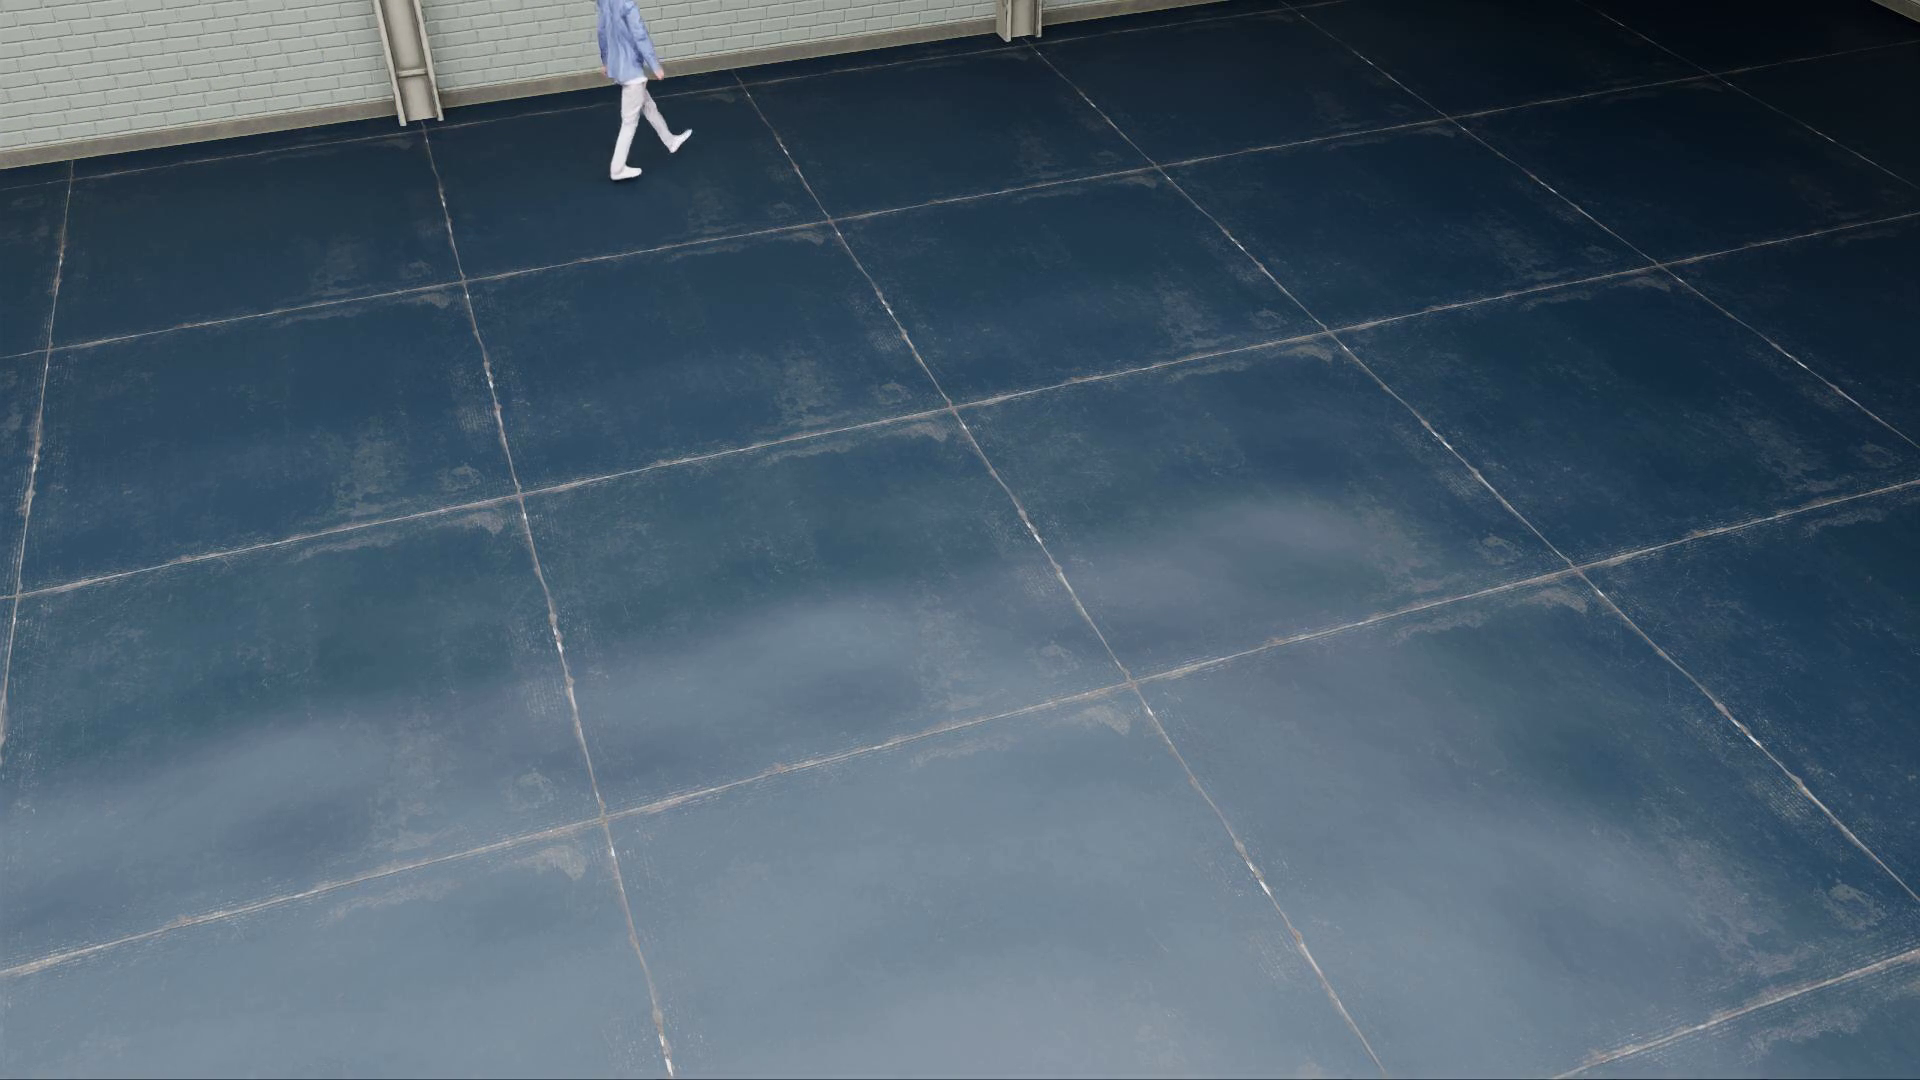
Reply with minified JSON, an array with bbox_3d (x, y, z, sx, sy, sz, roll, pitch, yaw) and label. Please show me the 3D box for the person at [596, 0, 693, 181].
[{"bbox_3d":[-2.845,-3.904,13.954,1.225,1.845,0.918,-27,45,-30],"label":"person"}]
